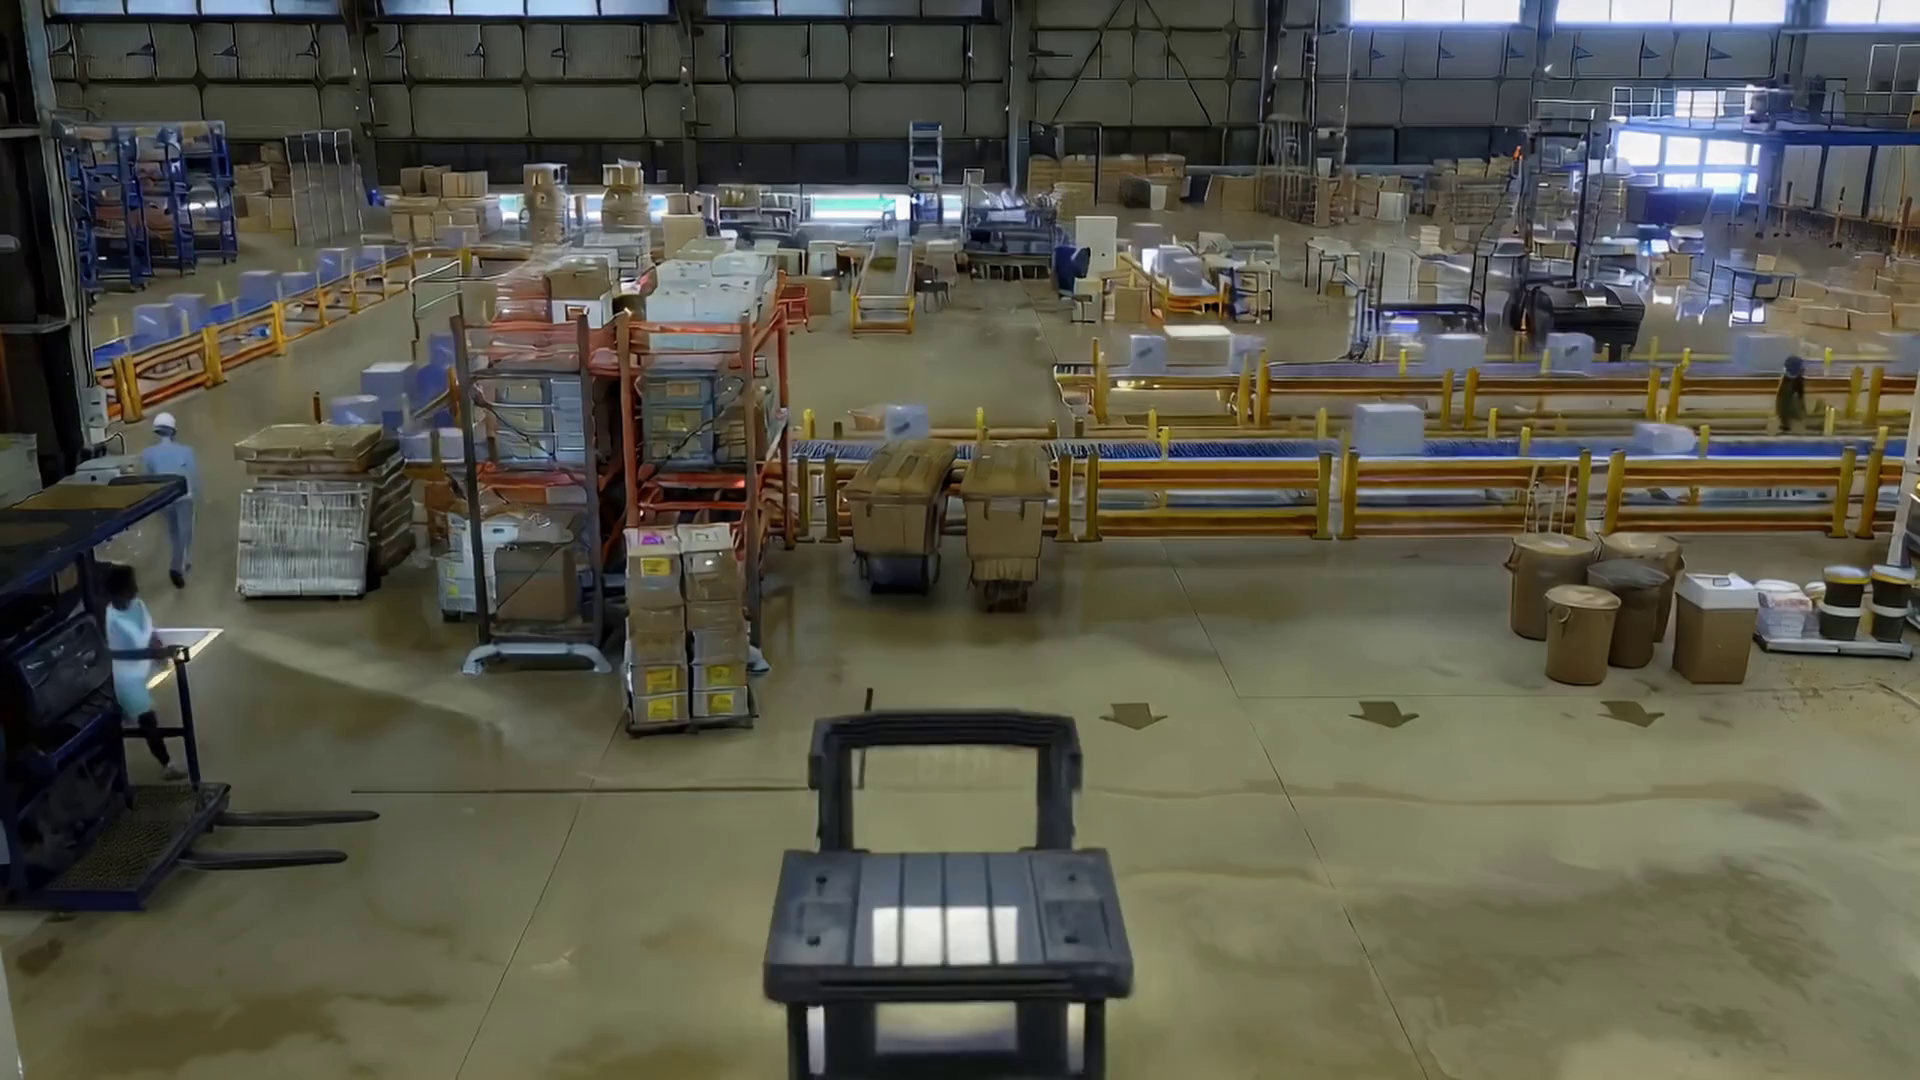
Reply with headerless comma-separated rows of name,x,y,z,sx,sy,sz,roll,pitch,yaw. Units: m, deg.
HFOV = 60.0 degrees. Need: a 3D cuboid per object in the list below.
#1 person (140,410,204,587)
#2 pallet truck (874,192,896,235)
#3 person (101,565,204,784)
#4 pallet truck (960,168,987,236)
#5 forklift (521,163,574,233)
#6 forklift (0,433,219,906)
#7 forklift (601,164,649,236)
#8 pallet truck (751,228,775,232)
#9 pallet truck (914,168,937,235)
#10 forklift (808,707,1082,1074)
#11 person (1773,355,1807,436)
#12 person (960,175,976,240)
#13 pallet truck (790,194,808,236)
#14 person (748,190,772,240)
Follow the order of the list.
person,-7.849,-0.416,16.557,0.520,1.740,0.789,-1,16,-4
pallet truck,-2.277,-9.986,50.594,0.653,1.274,1.630,0,16,-1
person,-5.986,0.960,11.938,0.898,1.649,0.528,-1,16,-2
pallet truck,0.383,-10.230,50.206,0.823,1.965,1.885,-1,16,-3
forklift,-12.233,-10.122,49.298,1.157,1.987,2.680,0,16,-1
forklift,-5.952,0.780,10.366,1.873,2.768,1.129,0,16,-1
forklift,-9.948,-10.127,49.296,1.157,1.987,2.680,-1,16,-3
pallet truck,-6.051,-9.967,50.660,0.680,1.201,1.601,0,16,-1
pallet truck,-0.989,-10.316,50.507,0.823,1.965,1.885,1,16,3
forklift,-0.052,1.995,6.142,1.129,2.768,1.873,0,16,-1
person,10.283,-1.493,20.547,0.817,1.601,0.509,0,16,0
person,0.243,-9.611,48.227,0.399,1.903,0.642,-10,19,-32
pallet truck,-4.814,-9.883,50.259,0.704,1.261,1.522,-1,16,-3
person,-4.898,-7.541,40.780,0.606,2.044,0.374,-1,16,-5
